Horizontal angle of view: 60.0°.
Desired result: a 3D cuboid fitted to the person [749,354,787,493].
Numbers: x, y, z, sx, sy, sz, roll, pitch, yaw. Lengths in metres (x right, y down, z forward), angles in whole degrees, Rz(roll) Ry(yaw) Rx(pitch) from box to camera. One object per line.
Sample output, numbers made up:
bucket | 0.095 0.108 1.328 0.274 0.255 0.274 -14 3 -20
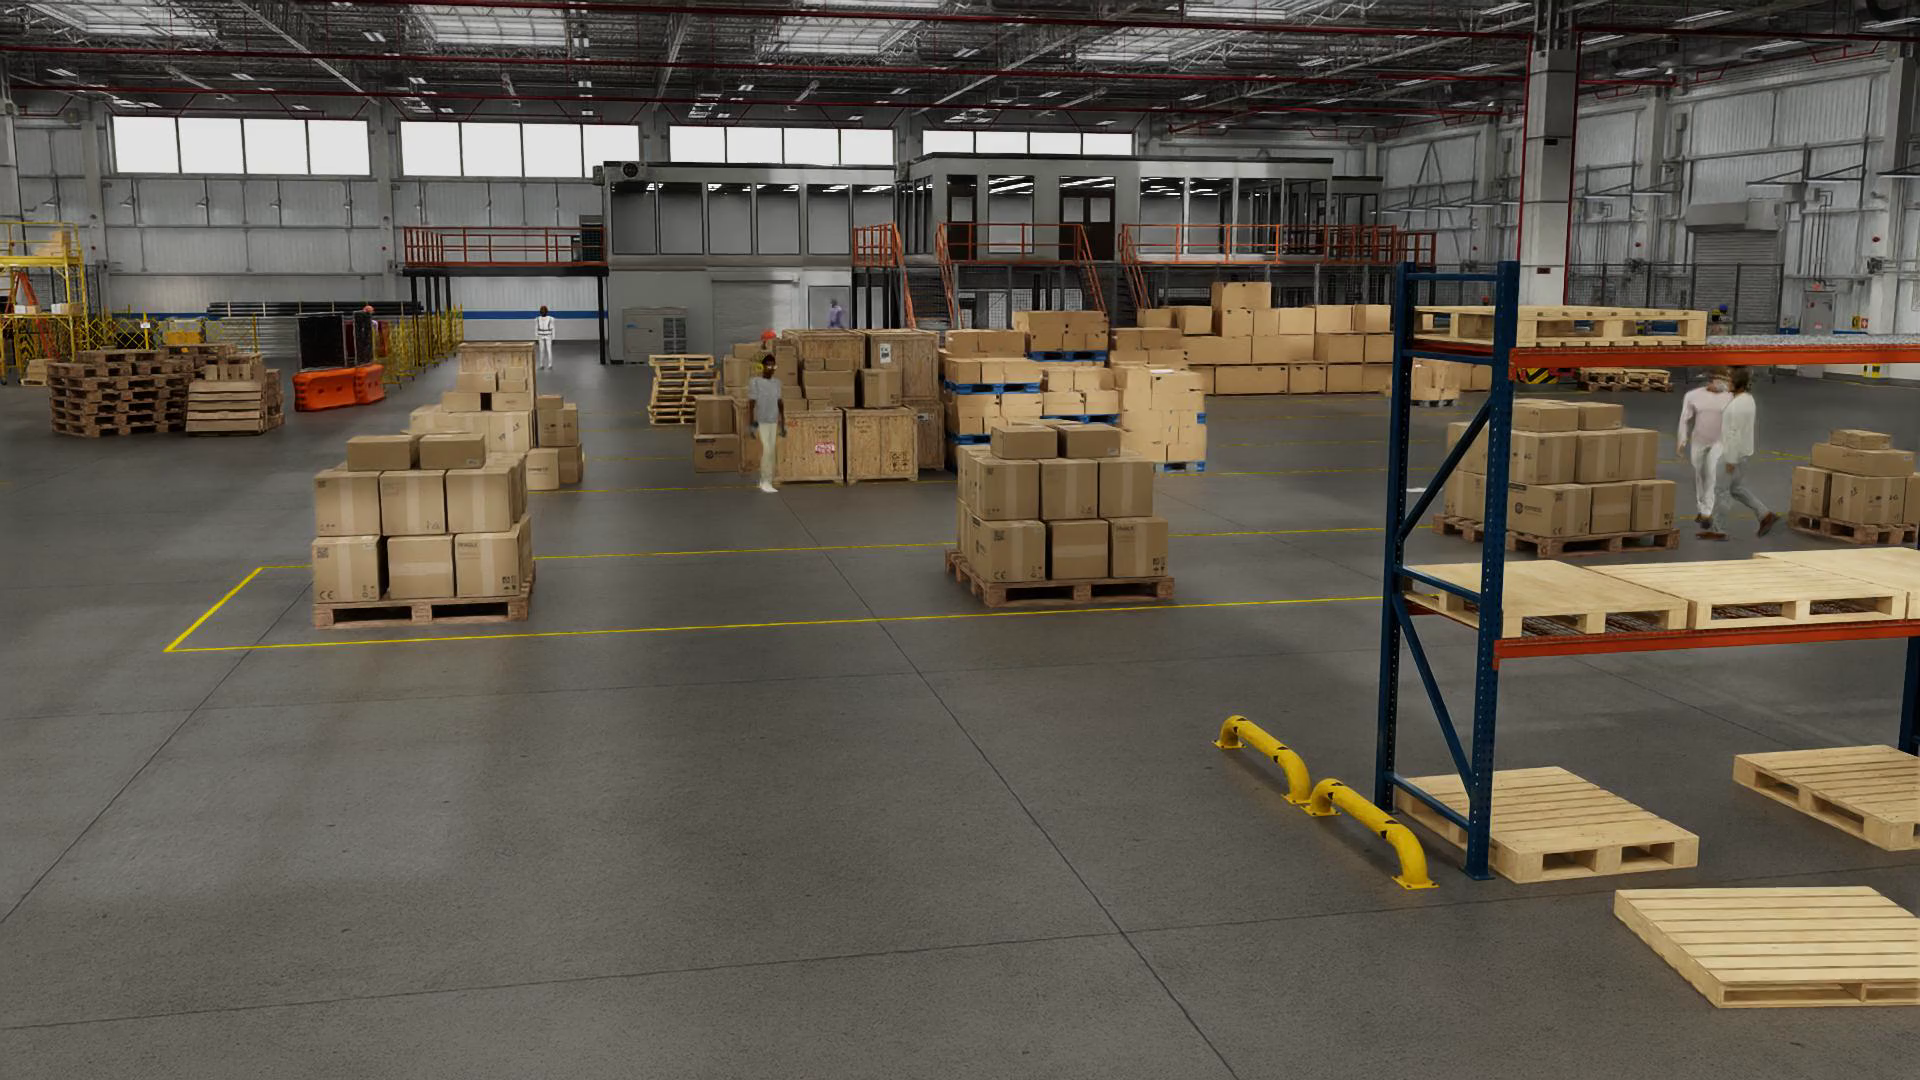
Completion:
person | -2.514 -1.534 22.074 0.552 1.857 0.494 -9 13 -44

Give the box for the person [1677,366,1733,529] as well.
person | 8.682 -1.080 19.266 0.648 1.877 0.992 6 11 31

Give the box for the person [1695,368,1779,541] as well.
person | 8.526 -0.921 18.162 0.723 1.923 0.635 6 11 34

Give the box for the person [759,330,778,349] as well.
person | -3.078 -2.440 27.203 0.392 1.988 0.622 0 9 -2

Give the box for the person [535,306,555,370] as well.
person | -12.139 -5.909 48.676 0.575 1.881 0.356 1 9 4

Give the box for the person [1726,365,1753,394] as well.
person | 12.241 -2.146 26.289 0.484 1.696 0.916 5 10 26

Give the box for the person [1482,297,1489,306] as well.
person | 18.323 -7.509 58.114 0.611 1.985 0.393 0 9 2

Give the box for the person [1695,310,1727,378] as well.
person | 20.422 -5.280 44.866 0.981 1.883 0.601 8 13 42

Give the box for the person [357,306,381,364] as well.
person | -14.903 -4.895 42.039 0.612 2.034 0.394 3 10 19

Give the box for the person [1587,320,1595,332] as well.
person | 18.100 -5.677 47.203 0.499 1.915 0.721 -5 11 -28

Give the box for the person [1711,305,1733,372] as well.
person | 21.596 -5.700 47.199 0.614 1.947 0.389 8 12 39
